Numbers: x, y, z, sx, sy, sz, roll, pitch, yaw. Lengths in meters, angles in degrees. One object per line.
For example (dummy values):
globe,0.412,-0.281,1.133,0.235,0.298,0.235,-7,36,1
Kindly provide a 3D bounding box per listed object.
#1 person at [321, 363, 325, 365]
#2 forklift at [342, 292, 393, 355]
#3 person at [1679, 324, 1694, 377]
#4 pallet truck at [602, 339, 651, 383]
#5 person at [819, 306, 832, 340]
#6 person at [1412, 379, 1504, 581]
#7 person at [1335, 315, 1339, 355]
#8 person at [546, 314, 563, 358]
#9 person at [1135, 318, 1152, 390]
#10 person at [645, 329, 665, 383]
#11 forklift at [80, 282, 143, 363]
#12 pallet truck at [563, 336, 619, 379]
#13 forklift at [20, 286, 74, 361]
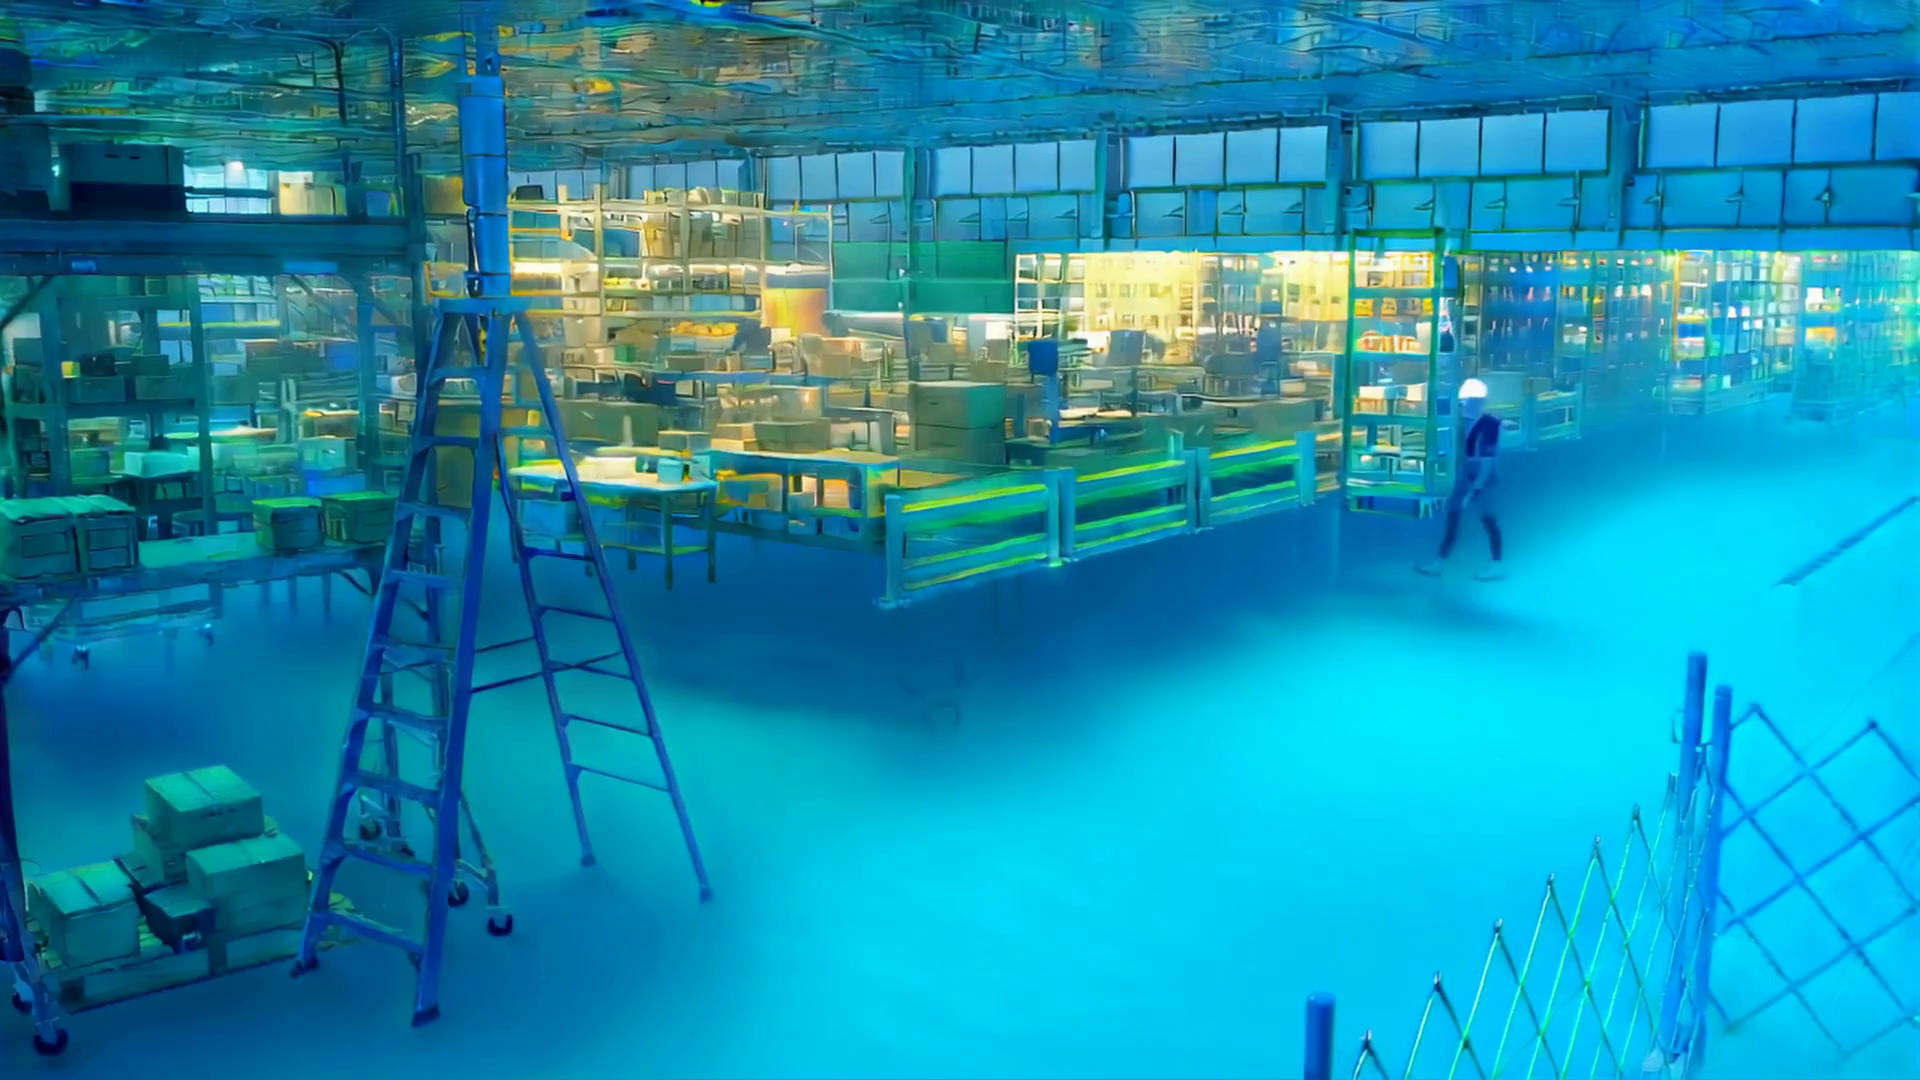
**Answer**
person,-20.609,-6.477,53.386,0.543,1.939,0.370,2,9,12
forklift,-16.485,-5.622,45.120,1.129,2.768,1.873,7,11,37
person,18.428,-4.648,42.249,0.389,1.850,0.566,3,10,18
pallet truck,-8.991,-4.871,45.351,0.653,1.274,1.630,7,11,37
person,-5.339,-8.502,66.697,0.520,1.721,0.915,8,12,39
person,4.963,-0.569,16.305,1.006,1.992,0.628,-3,9,-16
person,11.052,-5.734,49.102,0.489,1.821,0.611,5,10,27
person,-13.524,-6.690,55.521,0.534,1.680,0.677,5,10,29
person,4.522,-4.510,41.137,0.626,1.930,0.709,-5,10,-29
person,-7.529,-4.423,41.220,0.863,1.735,0.536,4,10,25
forklift,-22.114,-5.224,42.636,1.873,2.768,1.129,0,9,-1
pallet truck,-10.690,-5.294,48.215,1.601,1.201,0.680,-5,10,-26
forklift,-24.712,-5.560,44.732,1.873,2.768,1.129,7,11,36
